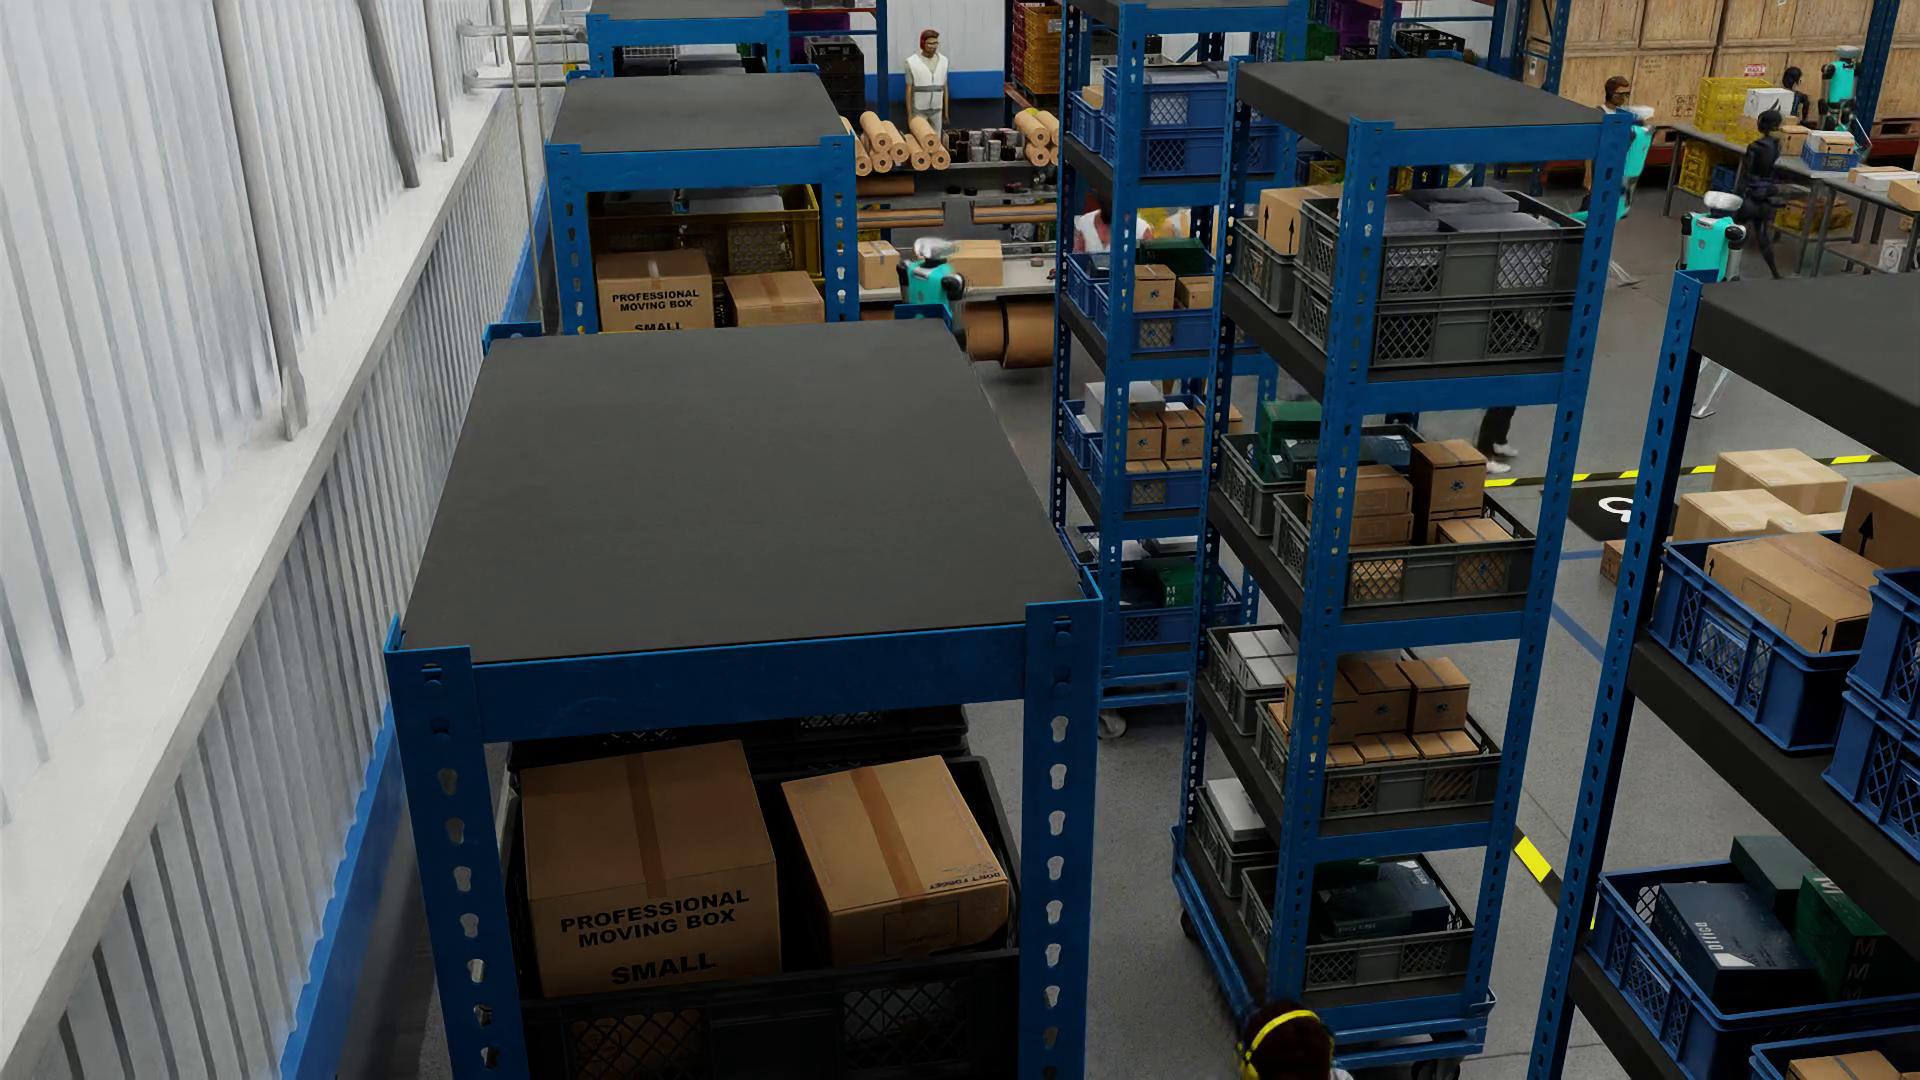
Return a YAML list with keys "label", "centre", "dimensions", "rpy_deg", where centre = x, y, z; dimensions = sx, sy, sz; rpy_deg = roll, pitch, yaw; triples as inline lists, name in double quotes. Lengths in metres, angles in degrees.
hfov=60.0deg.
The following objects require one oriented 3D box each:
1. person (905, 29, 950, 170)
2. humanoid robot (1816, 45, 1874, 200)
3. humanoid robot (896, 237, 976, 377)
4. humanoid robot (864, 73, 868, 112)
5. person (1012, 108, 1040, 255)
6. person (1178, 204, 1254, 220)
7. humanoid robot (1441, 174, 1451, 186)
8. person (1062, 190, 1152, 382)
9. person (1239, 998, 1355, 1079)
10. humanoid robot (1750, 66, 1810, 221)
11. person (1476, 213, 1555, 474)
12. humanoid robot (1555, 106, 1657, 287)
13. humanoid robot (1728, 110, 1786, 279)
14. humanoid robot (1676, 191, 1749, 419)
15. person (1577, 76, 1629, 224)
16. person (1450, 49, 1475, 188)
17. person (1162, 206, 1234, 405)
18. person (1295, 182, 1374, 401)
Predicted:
- label: "person"
  centre: [-0.383, -4.943, 19.173]
  dimensions: [0.563, 1.836, 0.388]
  rpy_deg: [-14, 28, -28]
- label: "humanoid robot"
  centre: [9.743, -4.526, 18.218]
  dimensions: [0.533, 1.677, 0.735]
  rpy_deg: [-11, 27, -23]
- label: "humanoid robot"
  centre: [-0.022, -1.149, 11.158]
  dimensions: [0.548, 1.893, 0.786]
  rpy_deg: [20, 32, 37]
- label: "humanoid robot"
  centre: [-1.174, -4.183, 17.718]
  dimensions: [0.489, 1.635, 0.587]
  rpy_deg: [6, 25, 14]
- label: "person"
  centre: [0.631, -3.061, 15.187]
  dimensions: [0.294, 1.743, 0.487]
  rpy_deg: [-2, 25, -5]
- label: "person"
  centre: [2.015, -2.288, 13.164]
  dimensions: [0.605, 2.033, 0.389]
  rpy_deg: [-1, 25, -3]
- label: "humanoid robot"
  centre: [4.984, -4.231, 17.734]
  dimensions: [0.545, 1.788, 0.678]
  rpy_deg: [-19, 31, -35]
- label: "person"
  centre: [1.036, -1.711, 12.084]
  dimensions: [0.628, 1.872, 0.861]
  rpy_deg: [18, 30, 34]
- label: "person"
  centre: [0.793, 1.921, 4.228]
  dimensions: [0.541, 1.852, 0.414]
  rpy_deg: [-11, 27, -23]
- label: "humanoid robot"
  centre: [8.732, -4.196, 17.739]
  dimensions: [0.615, 1.645, 0.365]
  rpy_deg: [-5, 25, -10]
- label: "person"
  centre: [3.821, -1.323, 11.306]
  dimensions: [0.625, 1.833, 0.607]
  rpy_deg: [-5, 25, -10]
- label: "humanoid robot"
  centre: [5.945, -3.155, 15.368]
  dimensions: [0.548, 1.727, 0.980]
  rpy_deg: [-22, 32, -39]
- label: "humanoid robot"
  centre: [7.517, -3.235, 15.709]
  dimensions: [0.601, 1.628, 0.801]
  rpy_deg: [-18, 30, -34]
- label: "humanoid robot"
  centre: [5.570, -1.733, 12.142]
  dimensions: [0.735, 1.681, 0.533]
  rpy_deg: [-11, 27, -23]
- label: "person"
  centre: [6.264, -3.609, 16.277]
  dimensions: [0.504, 1.836, 0.332]
  rpy_deg: [-19, 31, -35]
- label: "person"
  centre: [5.439, -4.405, 18.040]
  dimensions: [0.757, 1.813, 0.658]
  rpy_deg: [7, 26, 15]
- label: "person"
  centre: [1.716, -1.747, 12.101]
  dimensions: [0.545, 1.937, 0.377]
  rpy_deg: [-2, 25, -5]
- label: "person"
  centre: [2.985, -1.831, 12.529]
  dimensions: [0.871, 1.722, 0.542]
  rpy_deg: [1, 25, 3]
